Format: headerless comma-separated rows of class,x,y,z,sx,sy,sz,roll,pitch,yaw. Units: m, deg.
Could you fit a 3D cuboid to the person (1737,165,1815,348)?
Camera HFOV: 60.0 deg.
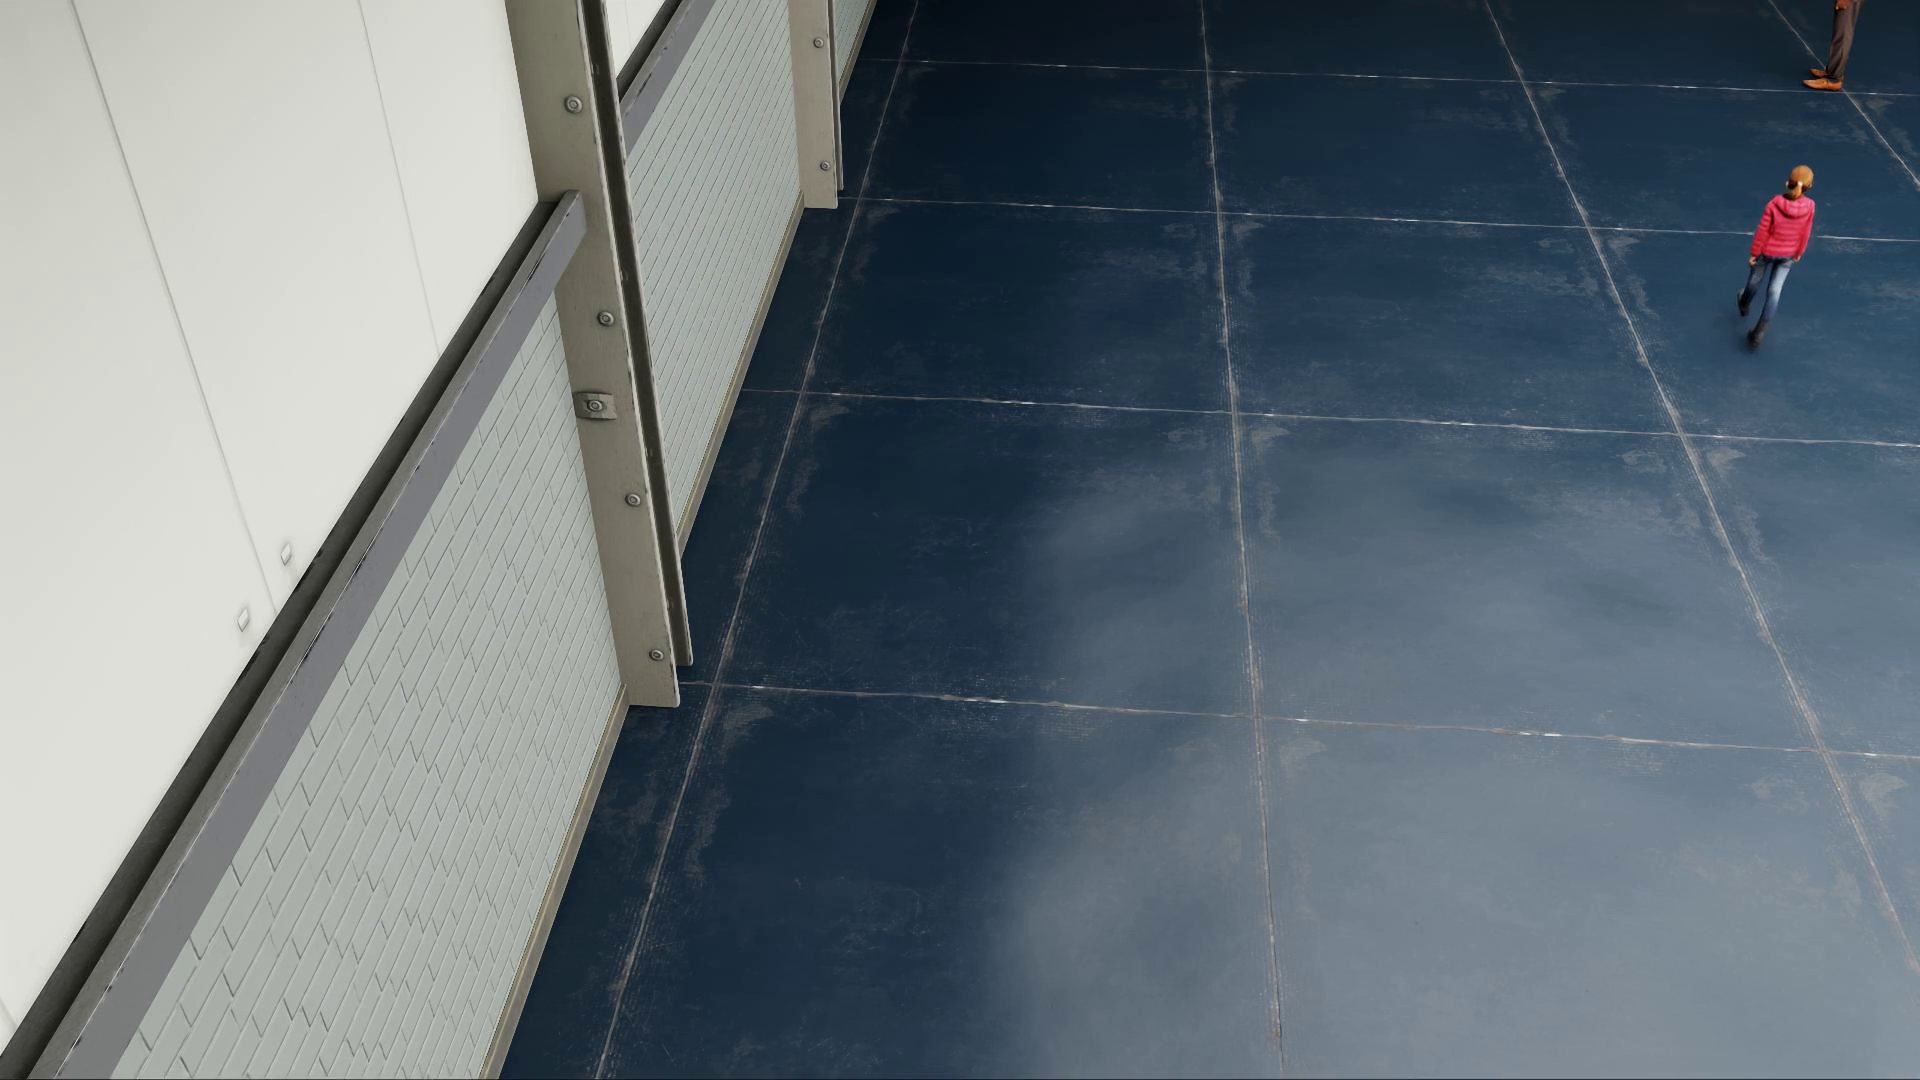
person,5.810,-1.996,11.823,0.637,1.286,0.946,10,39,12

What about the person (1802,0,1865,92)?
person,8.237,-5.100,15.286,0.854,1.906,0.730,21,43,25
